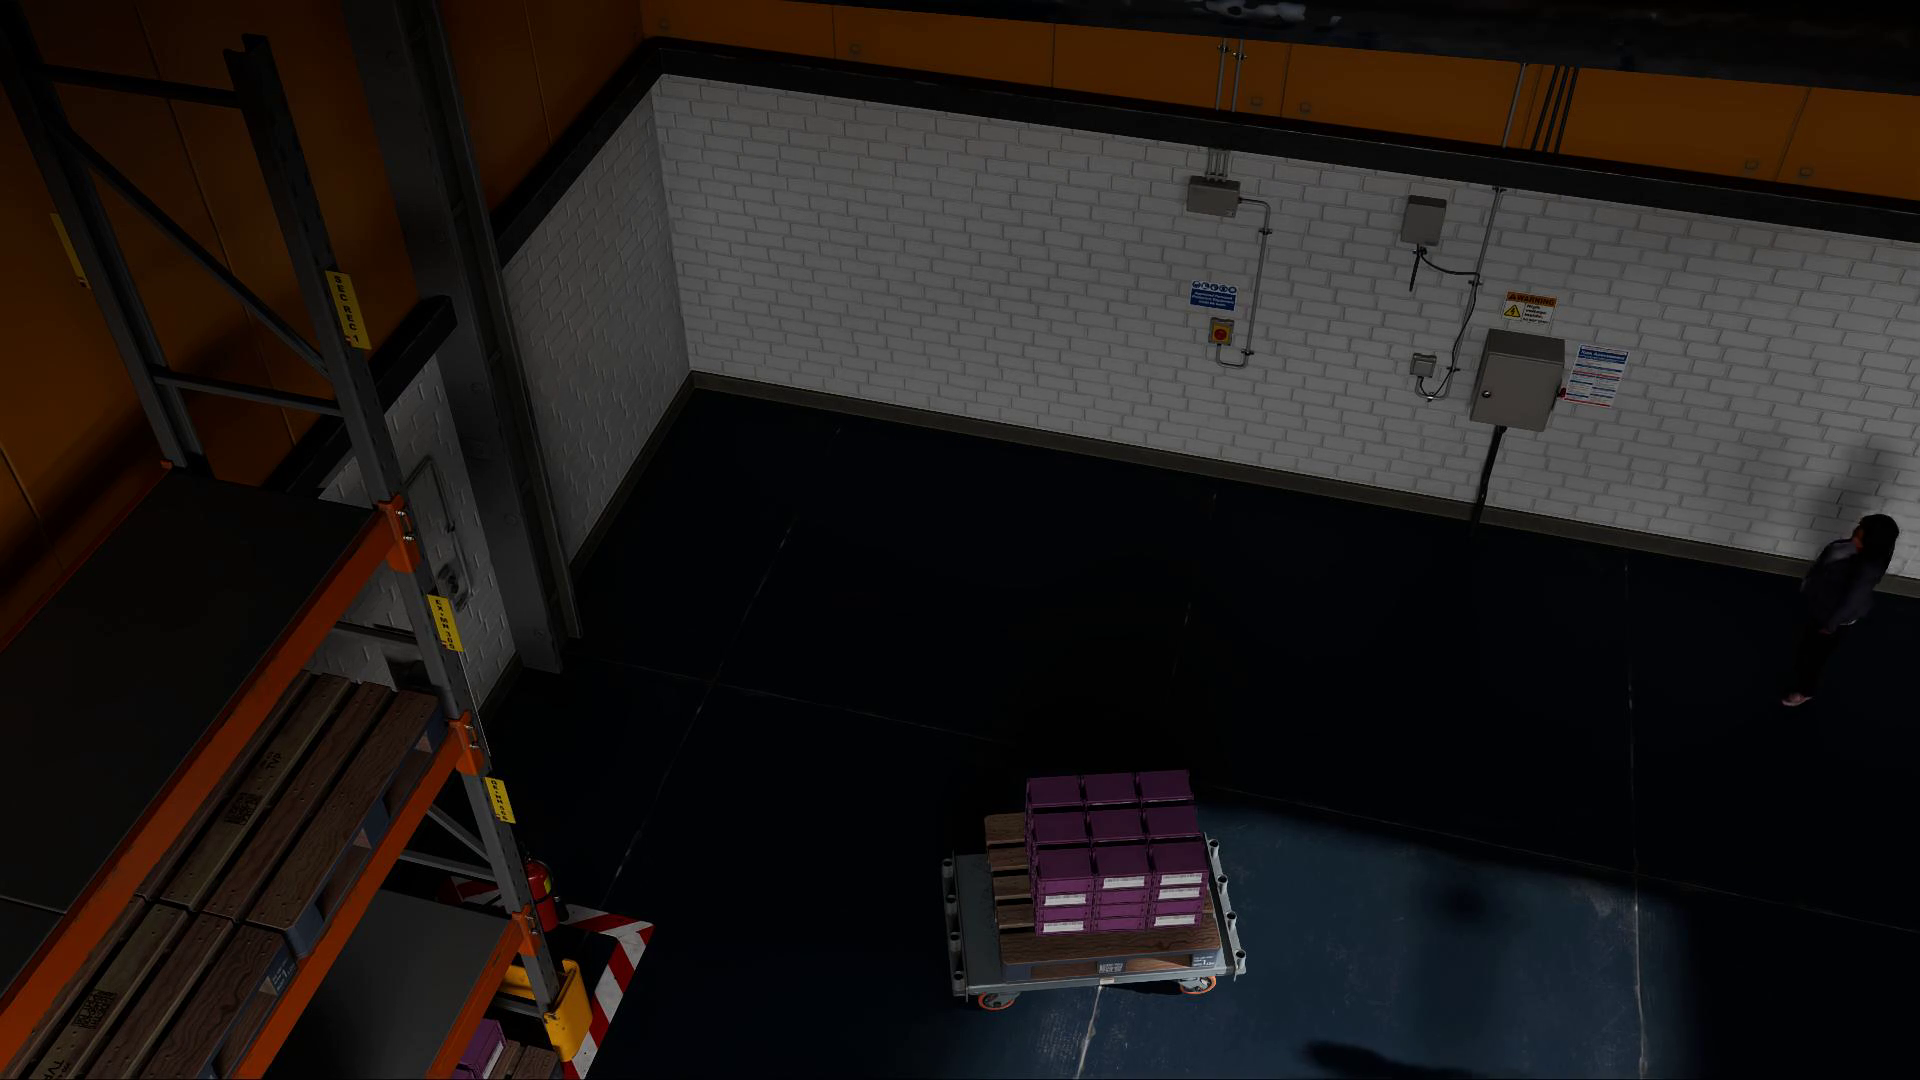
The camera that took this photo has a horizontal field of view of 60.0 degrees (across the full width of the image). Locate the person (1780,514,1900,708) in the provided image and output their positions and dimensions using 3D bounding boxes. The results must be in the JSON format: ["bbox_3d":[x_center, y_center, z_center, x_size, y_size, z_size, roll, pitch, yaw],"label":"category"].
[{"bbox_3d":[5.704,0.379,10.724,0.729,1.583,0.908,-31,52,-28],"label":"person"}]
